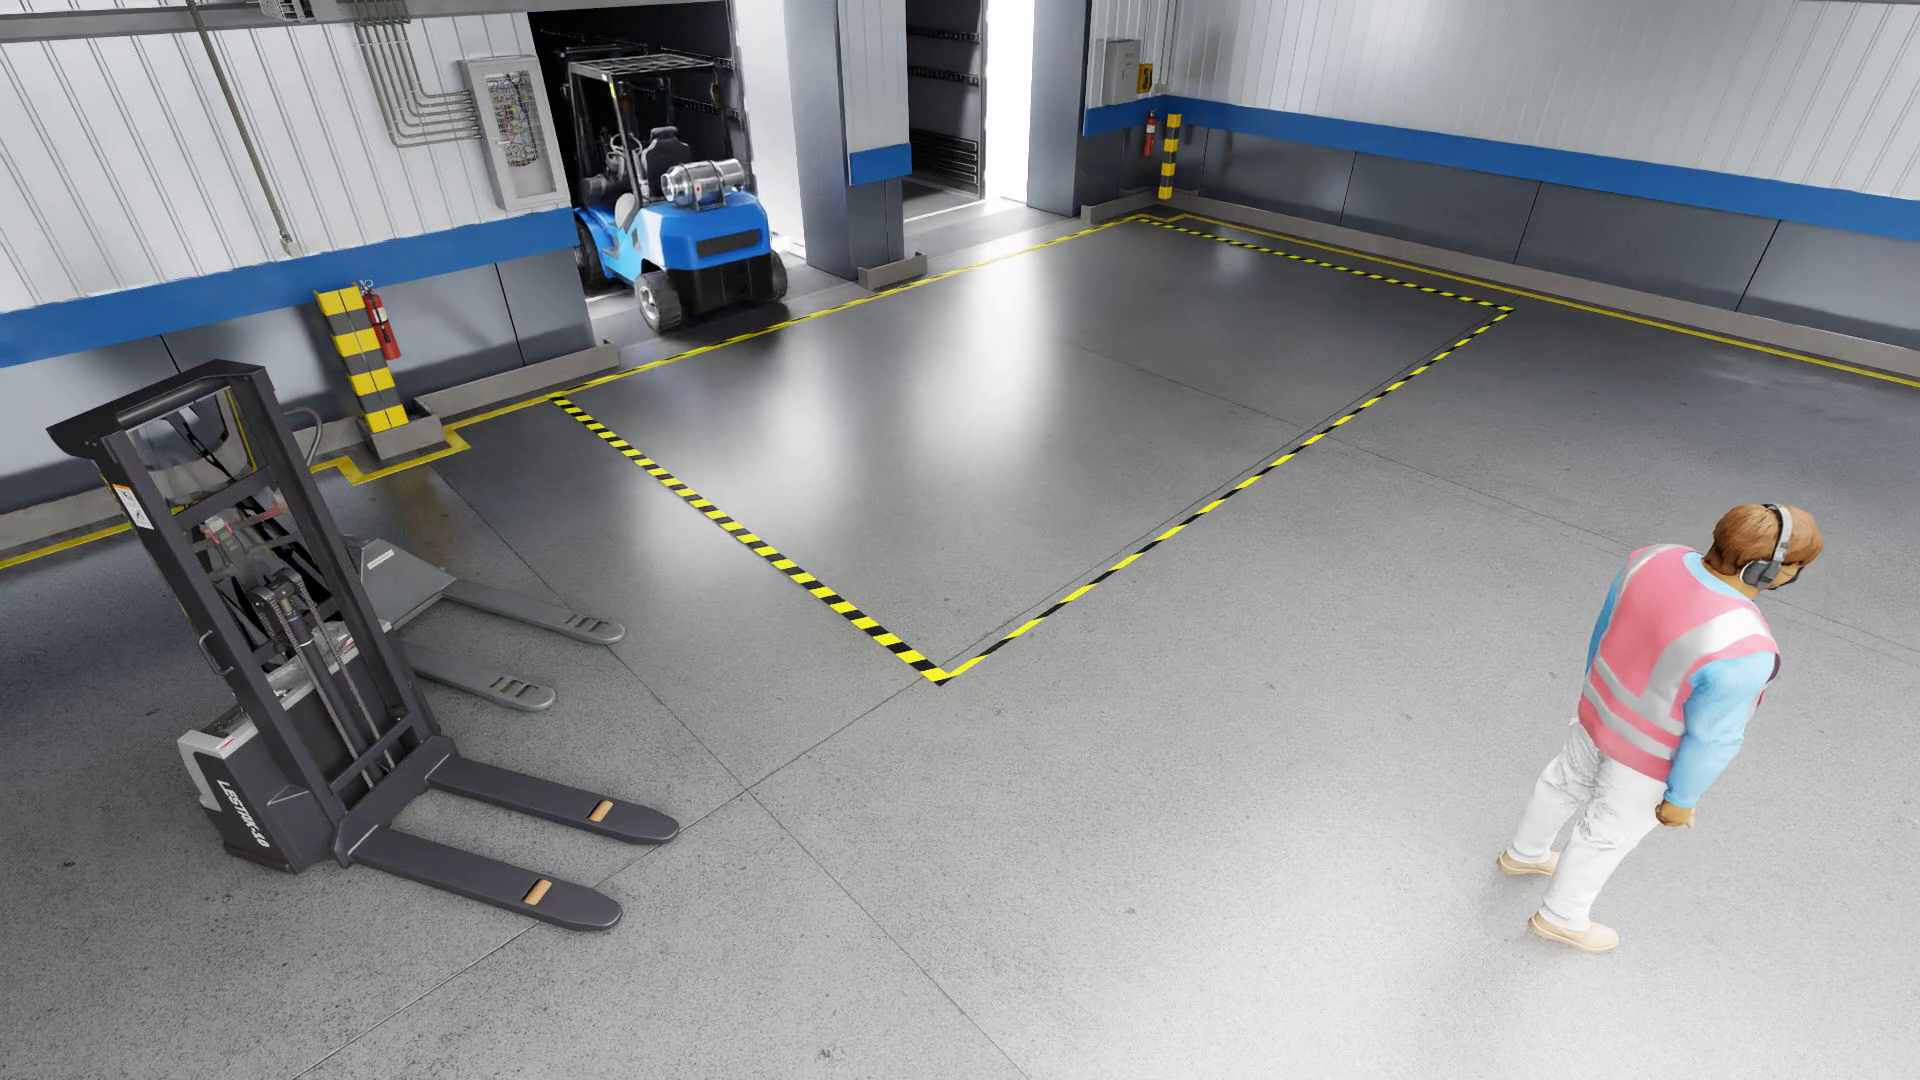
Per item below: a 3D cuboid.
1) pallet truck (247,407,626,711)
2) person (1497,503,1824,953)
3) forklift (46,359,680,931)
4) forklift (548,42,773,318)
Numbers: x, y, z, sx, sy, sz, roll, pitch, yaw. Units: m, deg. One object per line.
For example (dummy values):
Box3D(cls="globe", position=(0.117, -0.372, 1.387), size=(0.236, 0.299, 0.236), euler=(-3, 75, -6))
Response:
Box3D(cls="pallet truck", position=(-2.628, 0.038, 4.590), size=(1.601, 1.201, 0.680), euler=(12, 36, 18))
Box3D(cls="person", position=(2.339, 0.666, 3.131), size=(0.429, 1.841, 0.632), euler=(3, 34, 4))
Box3D(cls="forklift", position=(-2.135, 0.422, 3.354), size=(1.885, 1.965, 0.823), euler=(10, 35, 14))
Box3D(cls="forklift", position=(-2.935, -3.537, 8.839), size=(1.157, 2.036, 2.680), euler=(-26, 42, -33))
